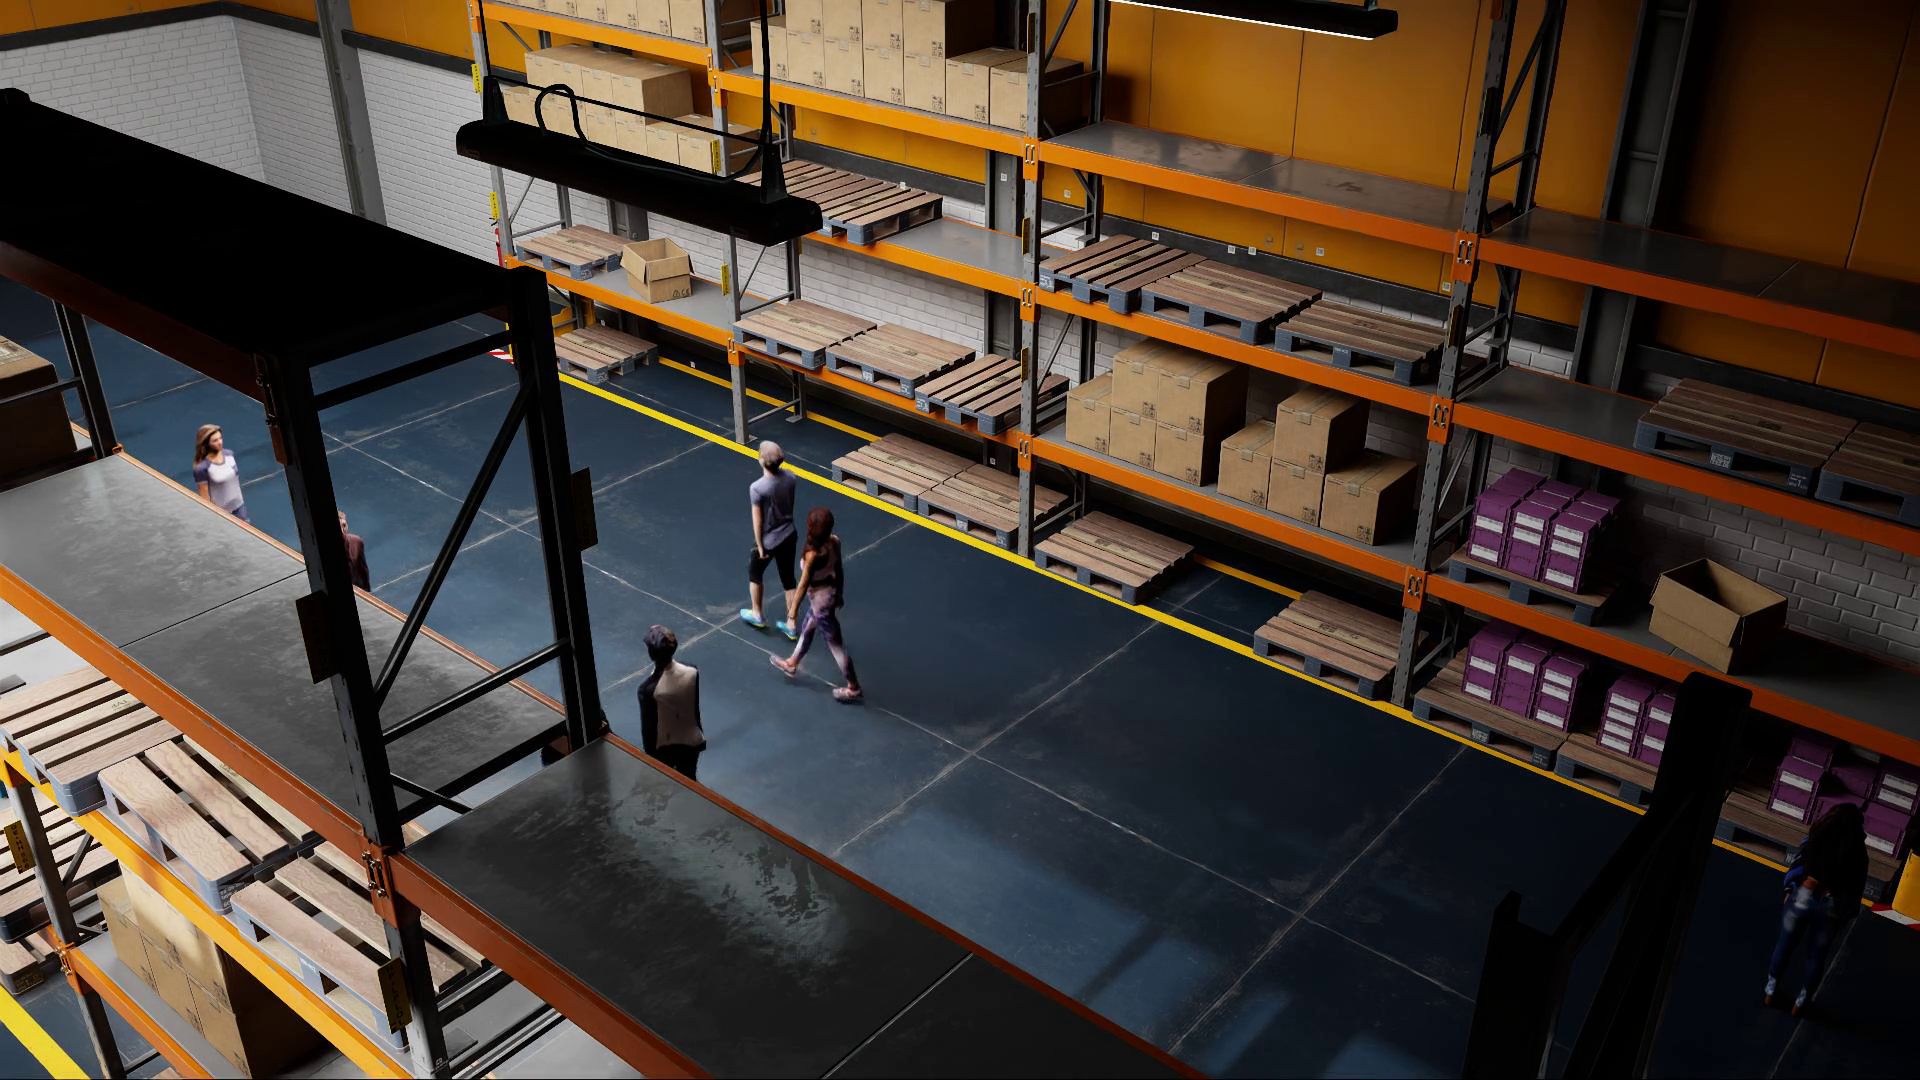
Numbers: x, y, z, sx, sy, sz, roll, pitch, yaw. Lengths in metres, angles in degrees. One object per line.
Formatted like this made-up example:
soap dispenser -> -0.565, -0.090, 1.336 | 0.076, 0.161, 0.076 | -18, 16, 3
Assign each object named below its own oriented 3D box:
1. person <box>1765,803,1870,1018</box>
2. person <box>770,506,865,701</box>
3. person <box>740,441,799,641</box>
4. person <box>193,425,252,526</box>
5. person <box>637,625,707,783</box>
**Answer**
person -> 5.439, 2.332, 10.569 | 0.528, 1.622, 0.697 | 17, 33, 28
person -> -1.031, 0.573, 13.693 | 1.212, 1.719, 0.860 | 10, 30, 17
person -> -1.557, 0.039, 14.521 | 0.776, 1.863, 0.941 | -20, 34, -32
person -> -6.793, -0.264, 15.245 | 1.093, 1.701, 0.717 | 16, 32, 26
person -> -1.970, 1.497, 11.831 | 0.724, 1.880, 0.759 | -24, 37, -37
